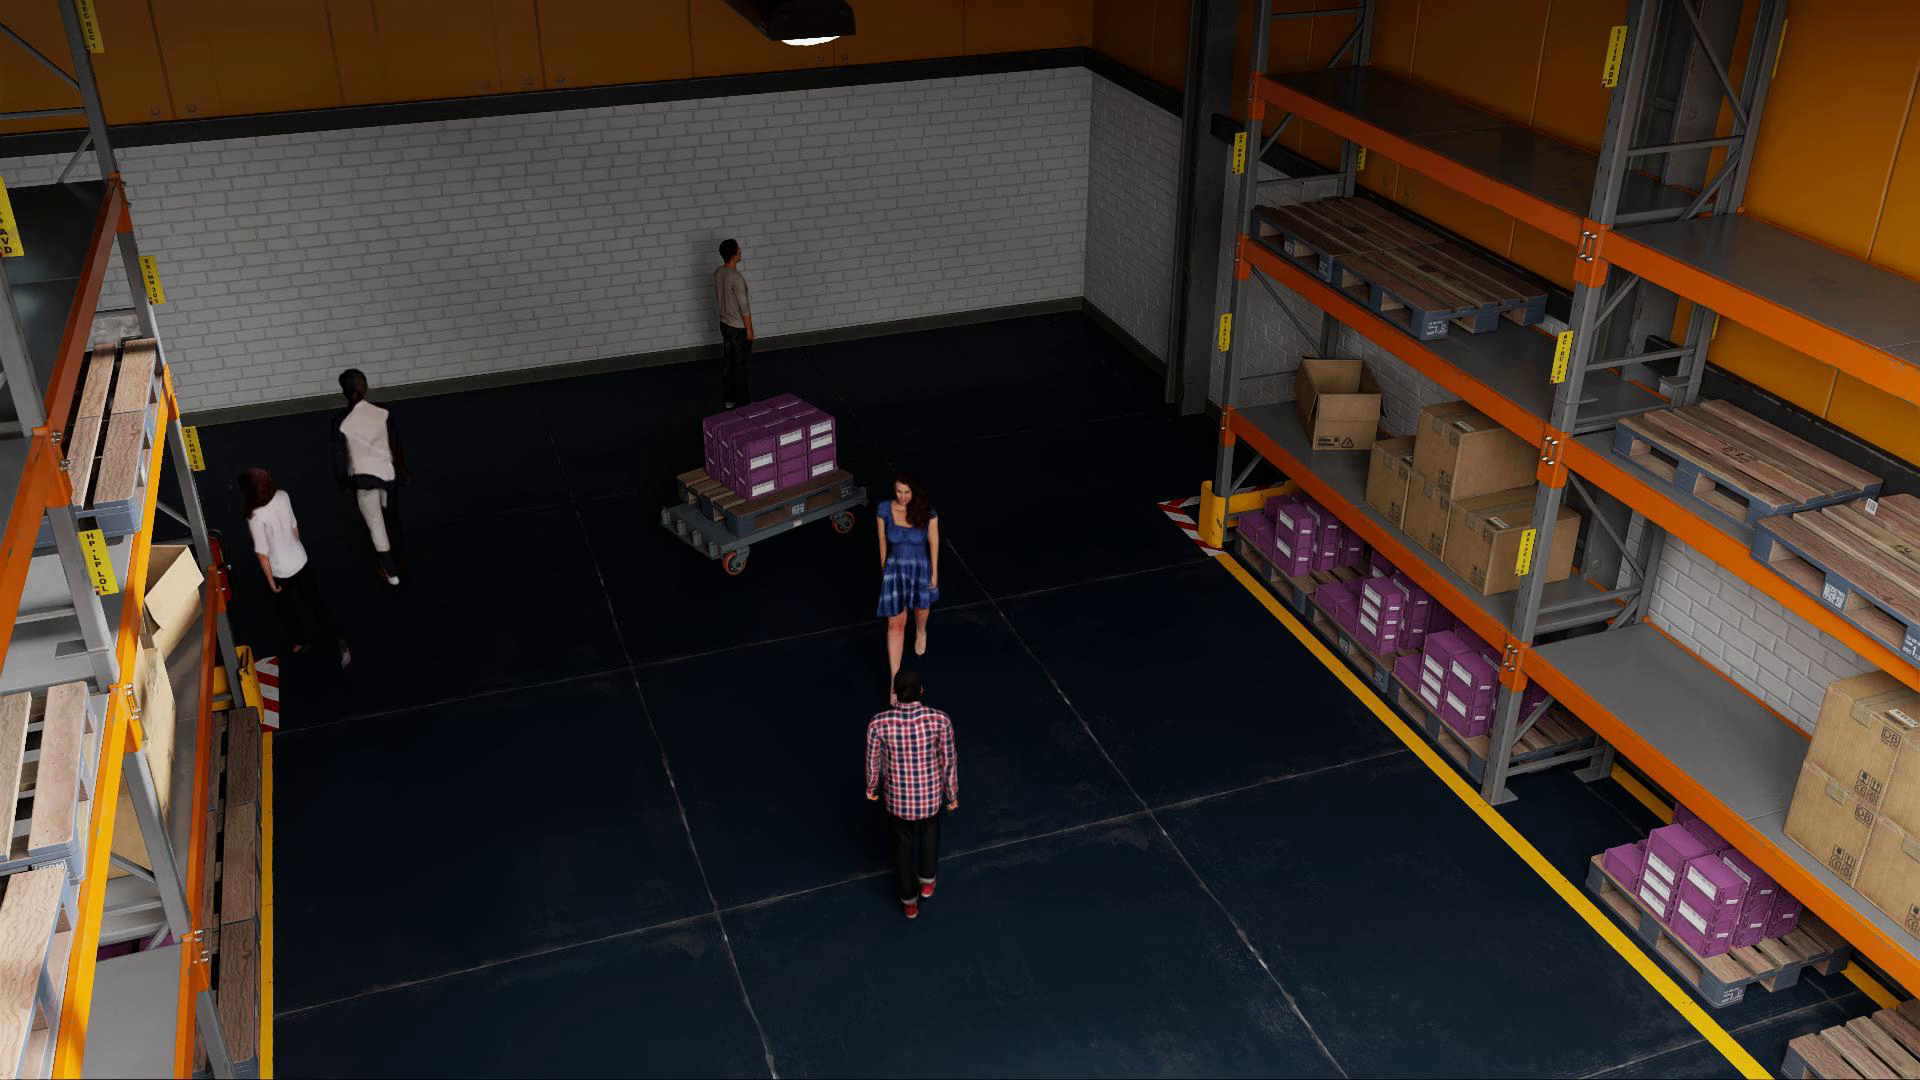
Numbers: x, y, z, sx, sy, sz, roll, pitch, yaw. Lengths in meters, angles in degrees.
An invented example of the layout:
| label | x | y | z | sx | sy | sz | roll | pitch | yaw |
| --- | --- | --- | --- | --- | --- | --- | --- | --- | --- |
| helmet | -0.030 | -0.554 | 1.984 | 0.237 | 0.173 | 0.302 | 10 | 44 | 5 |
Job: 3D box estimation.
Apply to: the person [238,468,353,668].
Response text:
| label | x | y | z | sx | sy | sz | roll | pitch | yaw |
| --- | --- | --- | --- | --- | --- | --- | --- | --- | --- |
| person | -4.975 | 0.256 | 12.456 | 1.100 | 1.750 | 1.018 | 16 | 32 | 27 |

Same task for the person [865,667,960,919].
| label | x | y | z | sx | sy | sz | roll | pitch | yaw |
| --- | --- | --- | --- | --- | --- | --- | --- | --- | --- |
| person | -0.282 | 1.569 | 10.048 | 0.792 | 1.750 | 0.759 | -3 | 29 | -5 |

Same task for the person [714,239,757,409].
| label | x | y | z | sx | sy | sz | roll | pitch | yaw |
| --- | --- | --- | --- | --- | --- | --- | --- | --- | --- |
| person | -2.286 | -2.171 | 16.840 | 0.784 | 1.812 | 0.622 | -23 | 36 | -36 |

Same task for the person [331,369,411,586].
| label | x | y | z | sx | sy | sz | roll | pitch | yaw |
| --- | --- | --- | --- | --- | --- | --- | --- | --- | --- |
| person | -4.787 | -0.474 | 13.656 | 0.795 | 1.881 | 0.763 | -19 | 34 | -31 |

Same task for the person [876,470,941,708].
| label | x | y | z | sx | sy | sz | roll | pitch | yaw |
| --- | --- | --- | --- | --- | --- | --- | --- | --- | --- |
| person | -0.364 | 0.271 | 12.429 | 0.964 | 1.748 | 1.262 | 2 | 29 | 4 |
